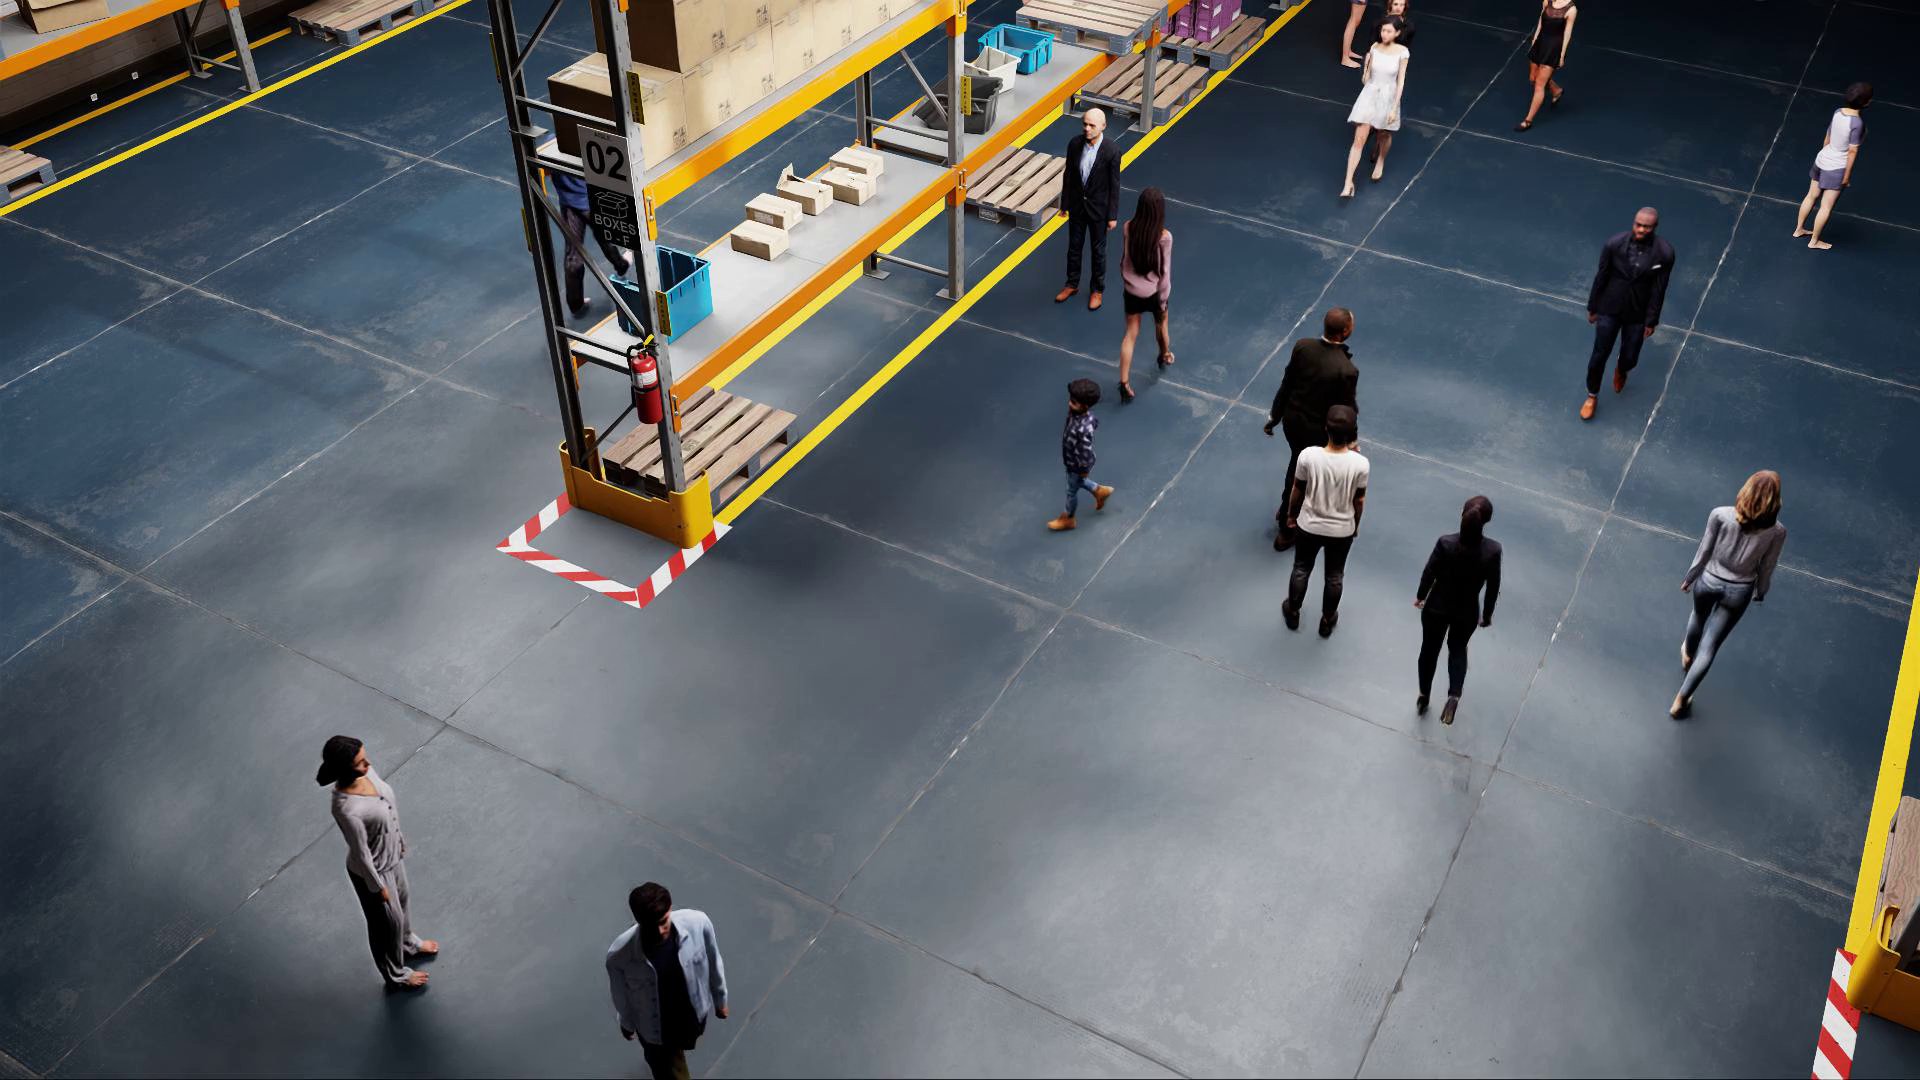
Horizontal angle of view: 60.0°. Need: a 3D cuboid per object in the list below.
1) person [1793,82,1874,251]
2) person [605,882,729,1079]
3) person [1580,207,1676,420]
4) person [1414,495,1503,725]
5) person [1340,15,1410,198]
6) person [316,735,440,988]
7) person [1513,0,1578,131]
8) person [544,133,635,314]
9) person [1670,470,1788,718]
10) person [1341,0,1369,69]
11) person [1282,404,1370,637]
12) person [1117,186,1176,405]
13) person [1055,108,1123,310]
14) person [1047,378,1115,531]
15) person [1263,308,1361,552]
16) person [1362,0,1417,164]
[{"bbox_3d":[8.030,-3.454,15.266,0.712,1.565,0.637,-6,39,-7],"label":"person"},{"bbox_3d":[-1.407,2.220,7.995,1.232,1.770,1.128,-20,43,-23],"label":"person"},{"bbox_3d":[5.214,-1.808,13.014,0.735,1.802,0.880,17,42,20],"label":"person"},{"bbox_3d":[3.035,0.500,10.208,0.757,1.698,0.860,5,39,6],"label":"person"},{"bbox_3d":[4.106,-4.209,16.081,0.618,1.727,1.156,21,43,24],"label":"person"},{"bbox_3d":[-3.063,1.666,8.689,0.728,1.770,0.634,-3,39,-4],"label":"person"},{"bbox_3d":[6.157,-5.087,17.235,1.014,1.659,0.864,-19,42,-22],"label":"person"},{"bbox_3d":[-3.287,-2.811,14.252,0.935,1.824,1.254,8,39,10],"label":"person"},{"bbox_3d":[4.707,0.373,10.308,0.624,1.771,0.945,20,43,24],"label":"person"},{"bbox_3d":[4.465,-6.164,18.529,0.699,1.725,0.545,12,40,14],"label":"person"},{"bbox_3d":[2.409,-0.120,10.971,0.680,1.714,0.620,11,40,14],"label":"person"},{"bbox_3d":[1.407,-1.879,13.124,0.650,1.775,0.998,22,44,25],"label":"person"},{"bbox_3d":[1.118,-2.878,14.356,0.692,1.800,0.583,17,42,20],"label":"person"},{"bbox_3d":[0.898,-0.622,11.980,0.829,1.239,0.755,-12,40,-15],"label":"person"},{"bbox_3d":[2.379,-0.737,11.611,0.912,1.880,0.903,-28,46,-30],"label":"person"},{"bbox_3d":[4.270,-4.738,16.803,0.788,1.651,1.165,9,40,12],"label":"person"}]
